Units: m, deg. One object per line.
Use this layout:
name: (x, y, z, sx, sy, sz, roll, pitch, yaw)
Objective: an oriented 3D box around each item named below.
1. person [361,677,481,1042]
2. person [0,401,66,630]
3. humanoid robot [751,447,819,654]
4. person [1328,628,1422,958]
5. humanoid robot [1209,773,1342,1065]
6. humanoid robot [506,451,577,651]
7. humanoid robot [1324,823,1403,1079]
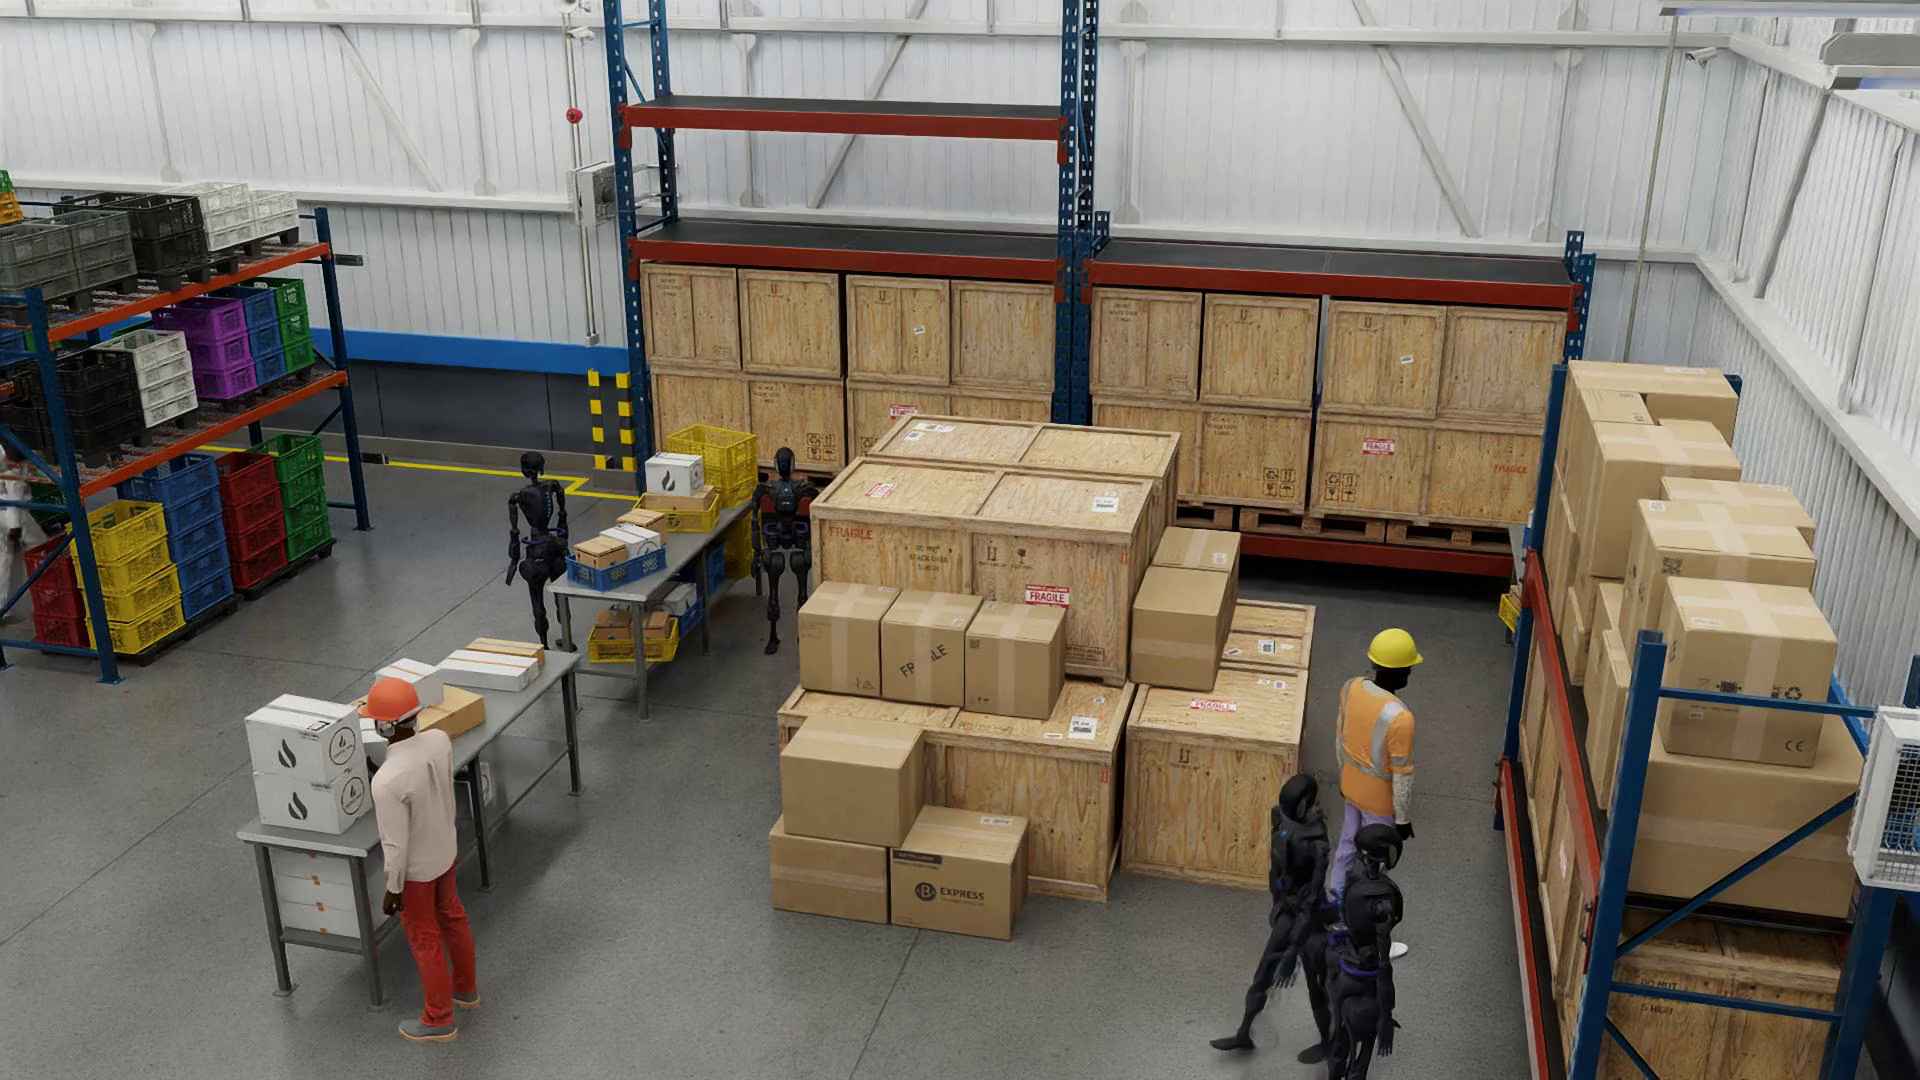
person: (-2.748, 1.610, 8.419, 0.395, 1.991, 0.621, 5, 21, 12)
person: (-7.579, -0.208, 13.412, 0.609, 1.828, 0.892, 13, 24, 30)
humanoid robot: (-1.332, 0.083, 12.838, 0.585, 1.657, 0.327, -3, 21, -8)
person: (2.277, 1.379, 9.116, 0.375, 1.928, 0.585, -8, 22, -20)
humanoid robot: (1.631, 1.890, 8.173, 0.703, 1.626, 0.549, -10, 23, -24)
humanoid robot: (-3.214, 0.110, 12.765, 0.315, 1.657, 0.607, 14, 25, 32)
humanoid robot: (1.875, 2.047, 7.699, 0.327, 1.657, 0.589, -2, 21, -4)
